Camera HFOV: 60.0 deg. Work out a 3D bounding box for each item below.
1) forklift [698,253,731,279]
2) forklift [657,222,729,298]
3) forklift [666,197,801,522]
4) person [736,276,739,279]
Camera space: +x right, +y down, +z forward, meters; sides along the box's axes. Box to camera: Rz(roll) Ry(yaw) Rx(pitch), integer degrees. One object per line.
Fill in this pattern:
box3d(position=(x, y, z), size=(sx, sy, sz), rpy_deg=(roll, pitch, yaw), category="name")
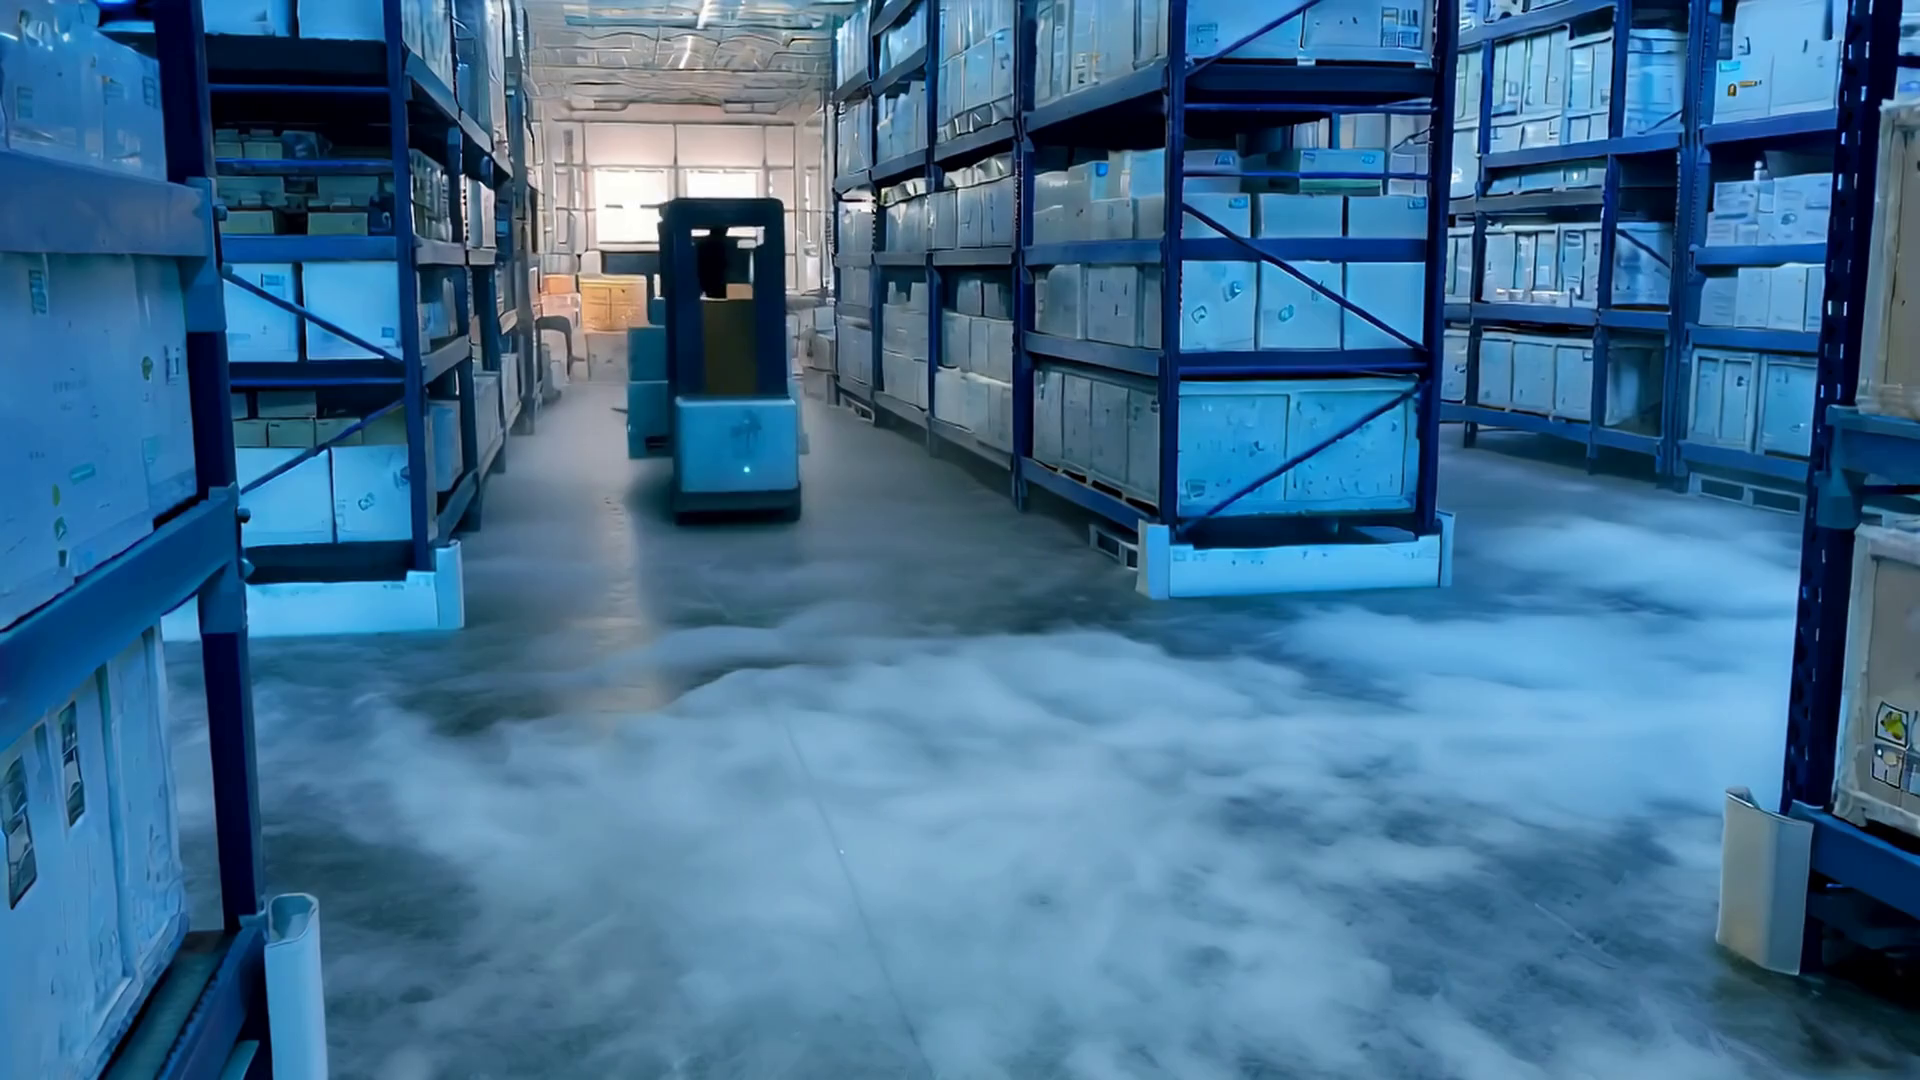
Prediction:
box3d(position=(-6.419, -6.333, 43.424), size=(1.129, 2.768, 1.873), rpy_deg=(-2, 10, -12), category="forklift")
box3d(position=(-3.648, -2.977, 22.968), size=(1.129, 2.768, 1.873), rpy_deg=(-7, 12, -36), category="forklift")
box3d(position=(-2.065, -1.653, 14.896), size=(1.129, 2.768, 1.873), rpy_deg=(-2, 10, -12), category="forklift")
box3d(position=(-7.634, -8.014, 56.572), size=(0.646, 1.923, 0.521), rpy_deg=(1, 9, 5), category="person")
